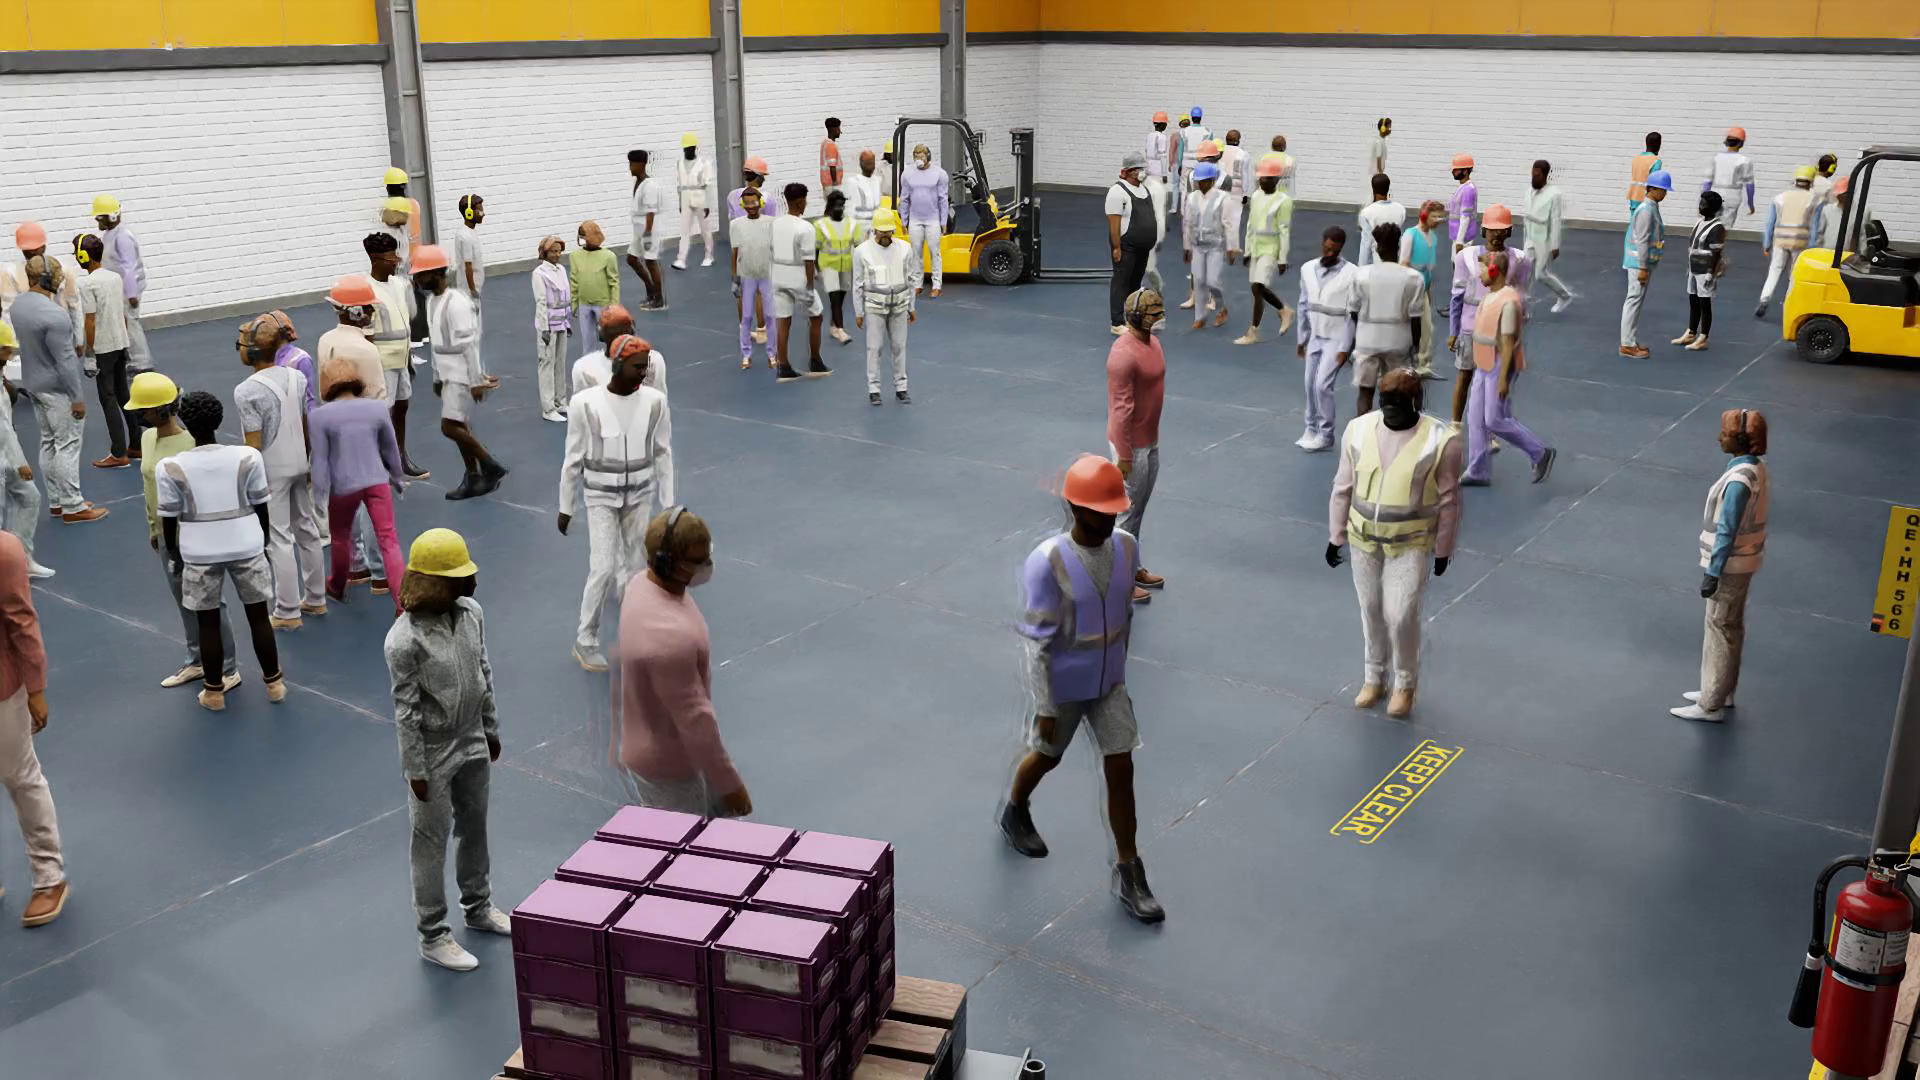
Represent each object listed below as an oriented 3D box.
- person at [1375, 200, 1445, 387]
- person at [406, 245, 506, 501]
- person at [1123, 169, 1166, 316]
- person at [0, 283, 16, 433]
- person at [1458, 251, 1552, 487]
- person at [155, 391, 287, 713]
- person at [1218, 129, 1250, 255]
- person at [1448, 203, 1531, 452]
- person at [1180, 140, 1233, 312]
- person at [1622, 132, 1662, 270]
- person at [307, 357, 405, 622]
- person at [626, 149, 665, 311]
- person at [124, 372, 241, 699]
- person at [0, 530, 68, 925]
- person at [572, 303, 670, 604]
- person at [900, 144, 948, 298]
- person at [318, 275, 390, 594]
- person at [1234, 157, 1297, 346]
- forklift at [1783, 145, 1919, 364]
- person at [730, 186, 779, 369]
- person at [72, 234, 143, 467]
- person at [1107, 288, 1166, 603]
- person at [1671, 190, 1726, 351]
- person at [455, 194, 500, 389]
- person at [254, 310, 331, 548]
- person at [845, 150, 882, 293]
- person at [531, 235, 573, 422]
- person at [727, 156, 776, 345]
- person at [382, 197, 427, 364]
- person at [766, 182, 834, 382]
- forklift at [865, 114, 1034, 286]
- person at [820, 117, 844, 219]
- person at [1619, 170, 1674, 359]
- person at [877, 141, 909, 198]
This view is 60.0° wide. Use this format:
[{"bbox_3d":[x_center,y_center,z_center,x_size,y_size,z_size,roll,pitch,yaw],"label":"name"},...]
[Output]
[{"bbox_3d":[4.403,-2.395,16.168,0.532,1.793,0.765,16,24,41],"label":"person"},{"bbox_3d":[-3.752,-1.212,12.267,0.489,1.914,0.581,-12,21,-34],"label":"person"},{"bbox_3d":[2.184,-3.662,20.014,0.654,1.880,0.759,10,20,27],"label":"person"},{"bbox_3d":[-8.344,-1.797,13.999,0.367,1.966,0.605,11,21,31],"label":"person"},{"bbox_3d":[4.139,-1.289,12.664,0.698,1.807,0.597,0,18,0],"label":"person"},{"bbox_3d":[-3.836,0.065,8.637,0.547,1.690,0.323,-9,20,-26],"label":"person"},{"bbox_3d":[4.030,-5.191,24.835,0.629,1.836,0.429,13,22,35],"label":"person"},{"bbox_3d":[4.328,-1.731,13.666,0.605,2.045,0.378,3,18,9],"label":"person"},{"bbox_3d":[2.960,-3.788,20.100,0.615,2.042,0.372,12,21,33],"label":"person"},{"bbox_3d":[9.542,-4.725,23.252,0.397,1.911,0.587,-3,18,-9],"label":"person"},{"bbox_3d":[-3.630,-0.314,10.003,0.580,1.562,0.897,-13,22,-36],"label":"person"},{"bbox_3d":[-3.808,-3.739,20.099,0.444,1.944,0.635,-9,20,-26],"label":"person"},{"bbox_3d":[-4.113,-0.019,8.766,0.533,1.764,0.323,12,21,32],"label":"person"},{"bbox_3d":[-3.905,0.587,6.519,0.624,1.984,0.413,-2,18,-7],"label":"person"},{"bbox_3d":[-2.120,-0.591,10.422,0.575,1.857,0.879,-7,19,-20],"label":"person"},{"bbox_3d":[-0.457,-4.037,21.076,0.635,1.929,0.384,5,18,14],"label":"person"},{"bbox_3d":[-3.717,-0.656,10.383,0.622,1.992,0.396,15,23,38],"label":"person"},{"bbox_3d":[3.390,-3.158,18.173,0.871,2.022,0.616,-9,20,-26],"label":"person"},{"bbox_3d":[9.803,-2.879,17.013,2.313,2.155,1.214,12,21,33],"label":"forklift"},{"bbox_3d":[-2.059,-2.648,16.844,0.513,1.861,0.350,-2,18,-7],"label":"person"},{"bbox_3d":[-6.821,-1.508,13.282,0.341,1.856,0.523,1,18,4],"label":"person"},{"bbox_3d":[1.092,-0.592,10.271,0.358,1.938,0.636,8,19,22],"label":"person"},{"bbox_3d":[7.964,-2.890,17.852,0.317,1.696,0.539,-1,18,-3],"label":"person"},{"bbox_3d":[-4.676,-2.387,16.023,0.324,1.861,0.510,-6,19,-17],"label":"person"},{"bbox_3d":[-4.506,-0.739,11.231,0.520,1.630,0.325,11,21,31],"label":"person"},{"bbox_3d":[-1.246,-4.009,21.110,0.891,1.858,0.586,17,24,42],"label":"person"},{"bbox_3d":[-3.613,-1.882,14.797,0.313,1.637,0.513,4,18,12],"label":"person"},{"bbox_3d":[-2.219,-3.143,18.115,0.611,2.030,0.410,9,20,27],"label":"person"},{"bbox_3d":[-5.839,-2.666,17.110,0.565,1.714,0.509,0,18,0],"label":"person"},{"bbox_3d":[-1.568,-2.545,16.383,0.610,1.942,0.731,11,21,31],"label":"person"},{"bbox_3d":[-0.171,-4.594,22.377,2.313,2.155,1.214,1,18,3],"label":"forklift"},{"bbox_3d":[-1.968,-5.513,25.619,0.361,1.963,0.612,-4,18,-13],"label":"person"},{"bbox_3d":[7.186,-2.893,17.469,0.402,1.940,0.602,8,19,23],"label":"person"},{"bbox_3d":[-0.966,-4.846,23.897,0.494,1.741,0.302,3,18,10],"label":"person"}]
